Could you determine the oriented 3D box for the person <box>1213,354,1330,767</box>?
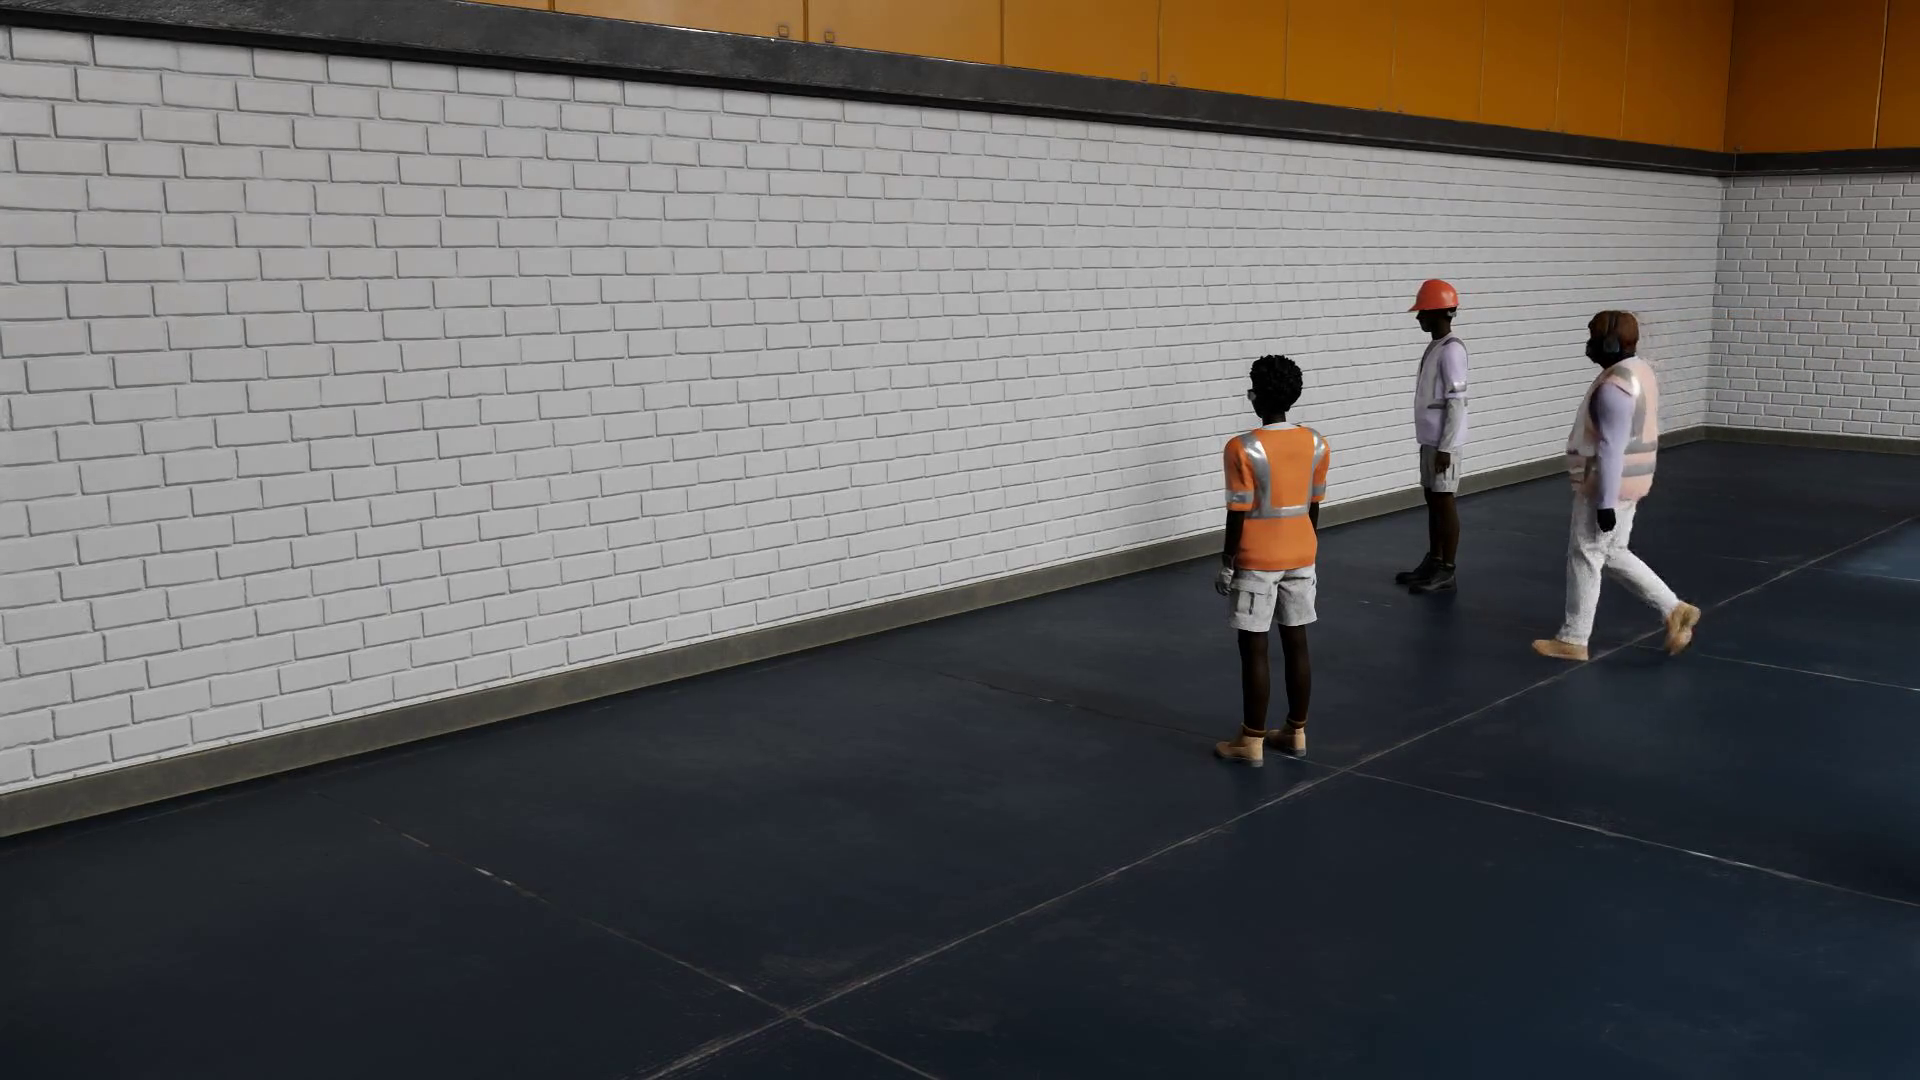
[{"bbox_3d":[1.278,0.088,6.863,0.535,1.697,0.318,-6,12,-32],"label":"person"}]

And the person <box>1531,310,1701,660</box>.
[{"bbox_3d":[3.369,-0.257,8.469,0.716,1.826,0.632,7,12,35],"label":"person"}]

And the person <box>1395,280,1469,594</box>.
[{"bbox_3d":[2.934,-0.631,10.275,0.375,1.934,0.547,1,10,3],"label":"person"}]
